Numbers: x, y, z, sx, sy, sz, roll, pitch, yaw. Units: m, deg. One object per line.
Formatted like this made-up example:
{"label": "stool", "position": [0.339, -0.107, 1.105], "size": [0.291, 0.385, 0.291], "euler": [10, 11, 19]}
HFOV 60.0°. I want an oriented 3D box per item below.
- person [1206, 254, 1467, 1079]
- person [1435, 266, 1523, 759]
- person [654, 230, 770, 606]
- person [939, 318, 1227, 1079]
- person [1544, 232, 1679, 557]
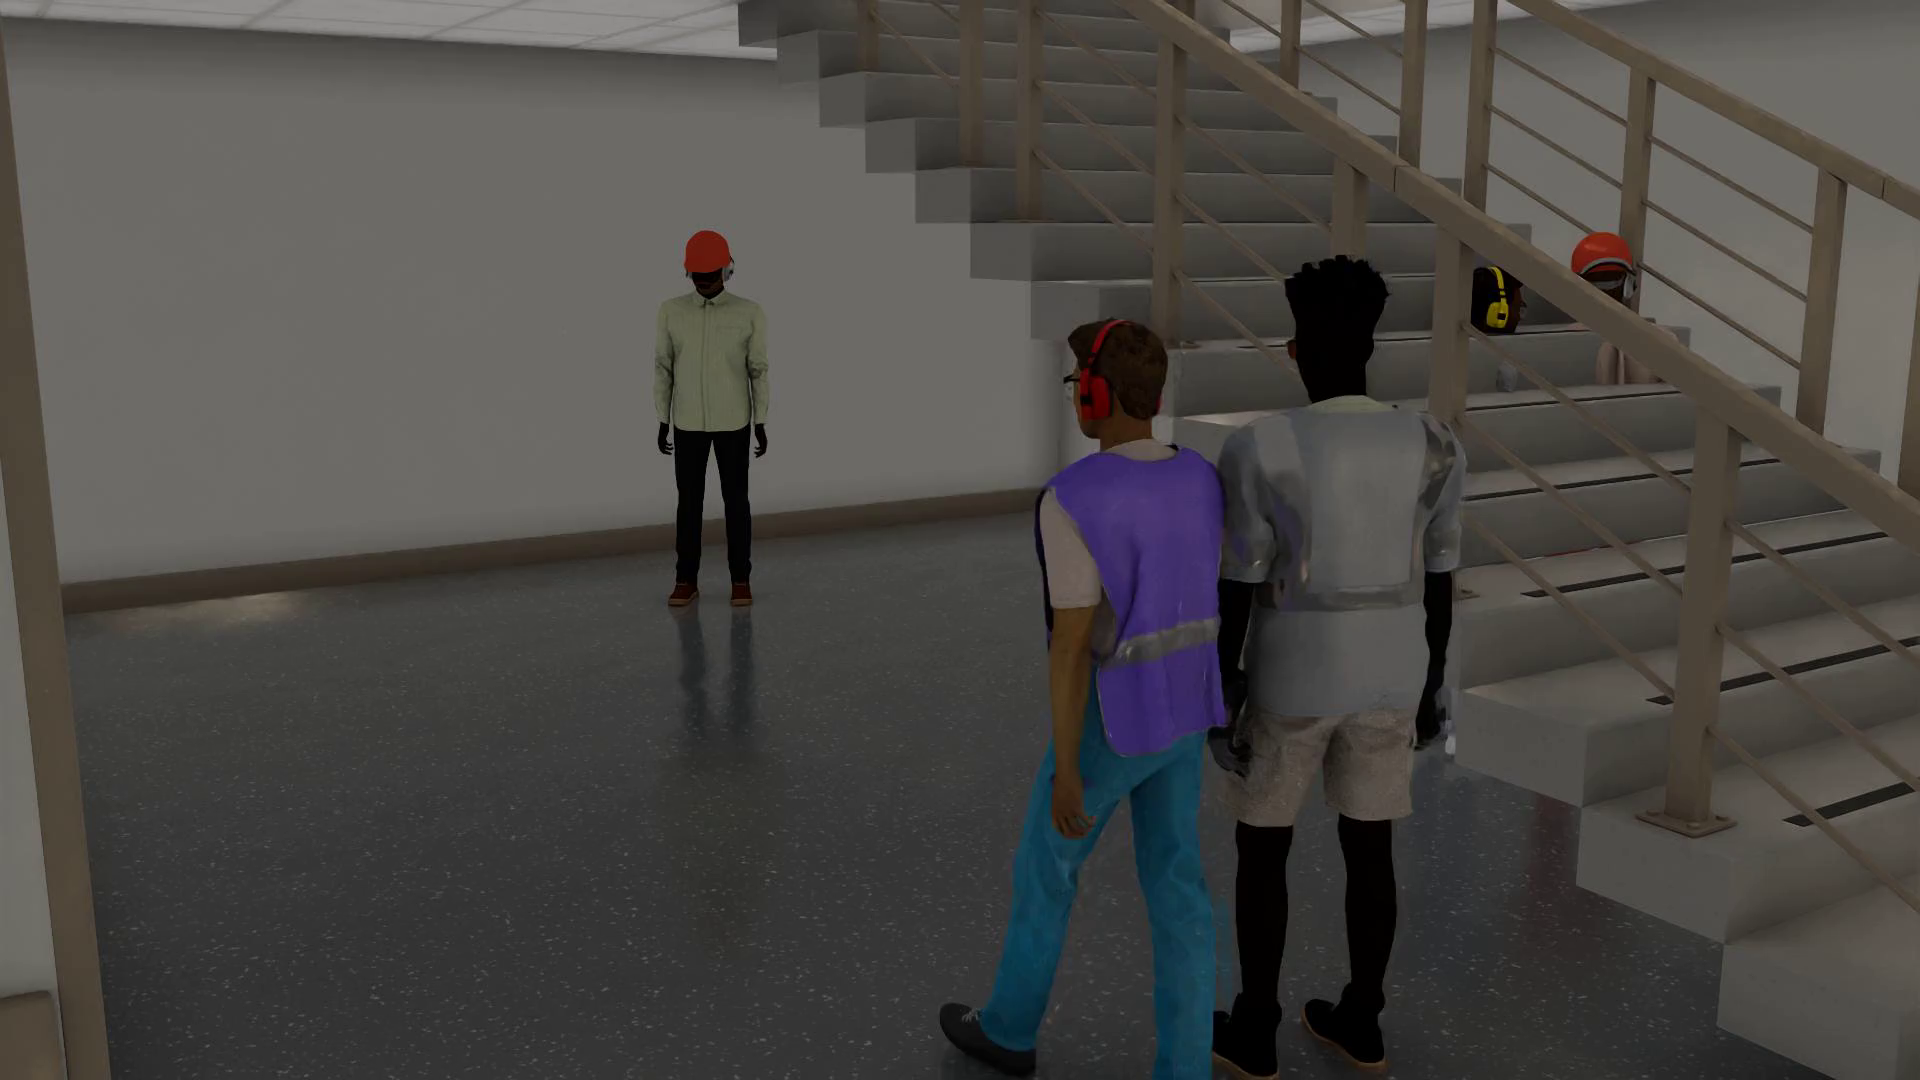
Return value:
{"label": "person", "position": [0.864, 0.322, 3.896], "size": [0.617, 1.955, 0.371], "euler": [-2, 11, -10]}
{"label": "person", "position": [1.947, -0.101, 6.327], "size": [0.315, 1.869, 0.526], "euler": [-3, 11, -17]}
{"label": "person", "position": [-1.314, -0.630, 8.800], "size": [0.611, 1.985, 0.393], "euler": [0, 11, 0]}
{"label": "person", "position": [0.295, 0.408, 3.804], "size": [0.582, 1.805, 0.881], "euler": [-10, 14, -41]}
{"label": "person", "position": [2.489, -0.202, 6.545], "size": [0.608, 1.987, 0.391], "euler": [-1, 11, -8]}
